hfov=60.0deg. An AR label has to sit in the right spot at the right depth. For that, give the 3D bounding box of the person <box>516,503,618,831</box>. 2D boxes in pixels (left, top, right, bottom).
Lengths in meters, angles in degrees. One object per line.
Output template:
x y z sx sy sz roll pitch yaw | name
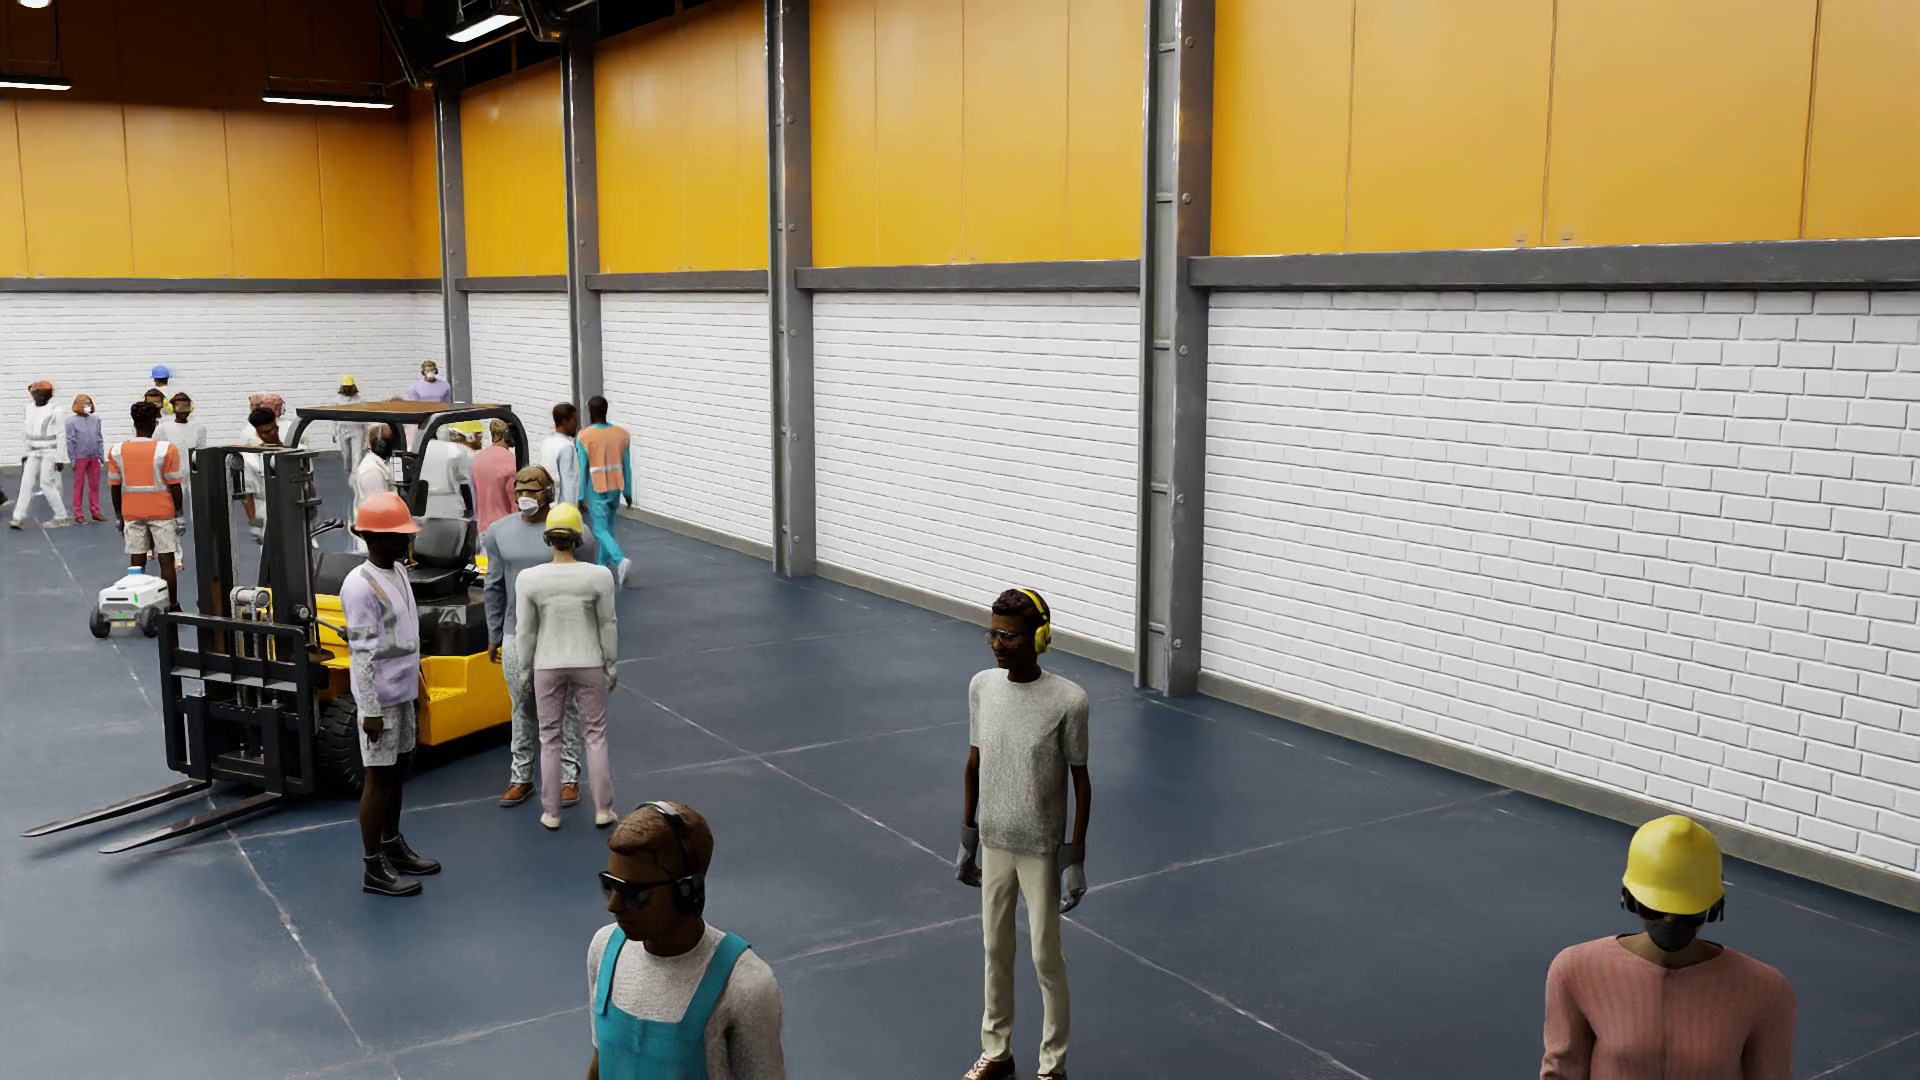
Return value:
-2.101 0.682 8.941 0.532 1.765 0.332 -2 9 -11 | person

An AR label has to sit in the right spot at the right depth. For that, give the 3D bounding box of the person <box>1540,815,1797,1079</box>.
1.559 1.460 3.723 0.521 1.759 0.345 3 9 19 | person

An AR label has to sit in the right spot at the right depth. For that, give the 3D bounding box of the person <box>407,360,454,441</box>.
-7.564 -1.612 23.807 0.636 1.938 0.354 -6 10 -35 | person

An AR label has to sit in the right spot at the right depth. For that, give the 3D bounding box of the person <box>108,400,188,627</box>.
-7.001 -0.225 14.368 0.607 1.966 0.373 0 8 -3 | person

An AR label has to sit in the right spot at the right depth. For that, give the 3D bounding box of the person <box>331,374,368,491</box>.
-8.979 -1.596 24.489 0.496 1.704 0.864 -3 9 -17 | person

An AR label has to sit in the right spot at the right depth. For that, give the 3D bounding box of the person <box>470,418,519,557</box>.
-3.665 -0.046 13.310 0.625 1.931 0.377 7 11 39 | person

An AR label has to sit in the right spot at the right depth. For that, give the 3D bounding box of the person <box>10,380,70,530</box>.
-11.222 -1.023 20.230 0.654 1.826 0.680 3 9 21 | person

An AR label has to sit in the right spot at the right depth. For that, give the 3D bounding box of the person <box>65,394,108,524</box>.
-10.965 -1.018 20.866 0.279 1.624 0.494 3 9 22 | person

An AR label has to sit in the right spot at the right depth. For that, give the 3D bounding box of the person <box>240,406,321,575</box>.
-5.735 -0.170 14.126 0.652 1.926 0.689 -5 10 -31 | person

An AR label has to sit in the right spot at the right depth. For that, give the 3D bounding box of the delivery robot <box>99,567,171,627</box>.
-6.985 0.469 14.108 0.477 0.478 0.707 0 8 -2 | delivery robot

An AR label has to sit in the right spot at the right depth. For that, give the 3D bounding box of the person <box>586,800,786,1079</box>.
-0.598 1.441 3.548 0.517 1.843 0.325 5 10 30 | person

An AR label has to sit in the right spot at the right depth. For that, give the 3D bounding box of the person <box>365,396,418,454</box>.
-5.994 -0.635 17.687 0.635 1.812 0.899 -7 11 -40 | person

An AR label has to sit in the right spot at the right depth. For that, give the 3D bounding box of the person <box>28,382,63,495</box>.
-13.017 -1.430 23.637 0.504 1.630 0.323 3 9 22 | person

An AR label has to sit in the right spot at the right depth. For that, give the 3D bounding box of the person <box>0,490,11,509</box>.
-12.821 -1.287 21.628 0.604 1.943 0.632 -5 10 -29 | person

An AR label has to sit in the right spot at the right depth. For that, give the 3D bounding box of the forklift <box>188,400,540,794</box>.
-3.529 0.258 10.348 1.214 2.155 2.313 4 9 25 | forklift

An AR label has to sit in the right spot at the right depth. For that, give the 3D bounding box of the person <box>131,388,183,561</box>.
-8.668 -0.714 18.006 0.526 1.865 0.315 -6 11 -37 | person

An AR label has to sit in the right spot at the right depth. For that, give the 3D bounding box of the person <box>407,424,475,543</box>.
-4.495 -0.202 14.294 0.642 1.943 0.562 -1 9 -10 | person

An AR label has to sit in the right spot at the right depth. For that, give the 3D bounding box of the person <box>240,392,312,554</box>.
-6.746 -0.502 16.439 0.651 1.906 0.403 -5 10 -28 | person

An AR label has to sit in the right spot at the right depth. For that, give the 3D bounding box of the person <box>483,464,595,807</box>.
-2.359 0.535 9.339 0.636 1.939 0.365 0 8 3 | person

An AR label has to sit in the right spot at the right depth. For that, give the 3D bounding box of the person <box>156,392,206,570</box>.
-8.085 -0.615 17.361 0.513 1.862 0.327 -7 11 -40 | person

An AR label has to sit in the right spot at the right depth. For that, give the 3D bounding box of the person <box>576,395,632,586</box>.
-3.482 -0.486 16.426 0.595 1.889 0.840 -8 12 -43 | person

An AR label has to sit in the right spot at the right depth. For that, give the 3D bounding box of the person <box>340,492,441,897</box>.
-2.736 0.732 8.017 0.358 1.936 0.552 0 8 1 | person

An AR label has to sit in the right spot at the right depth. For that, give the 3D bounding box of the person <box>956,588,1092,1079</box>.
0.209 1.087 5.848 0.531 1.870 0.317 6 10 33 | person
